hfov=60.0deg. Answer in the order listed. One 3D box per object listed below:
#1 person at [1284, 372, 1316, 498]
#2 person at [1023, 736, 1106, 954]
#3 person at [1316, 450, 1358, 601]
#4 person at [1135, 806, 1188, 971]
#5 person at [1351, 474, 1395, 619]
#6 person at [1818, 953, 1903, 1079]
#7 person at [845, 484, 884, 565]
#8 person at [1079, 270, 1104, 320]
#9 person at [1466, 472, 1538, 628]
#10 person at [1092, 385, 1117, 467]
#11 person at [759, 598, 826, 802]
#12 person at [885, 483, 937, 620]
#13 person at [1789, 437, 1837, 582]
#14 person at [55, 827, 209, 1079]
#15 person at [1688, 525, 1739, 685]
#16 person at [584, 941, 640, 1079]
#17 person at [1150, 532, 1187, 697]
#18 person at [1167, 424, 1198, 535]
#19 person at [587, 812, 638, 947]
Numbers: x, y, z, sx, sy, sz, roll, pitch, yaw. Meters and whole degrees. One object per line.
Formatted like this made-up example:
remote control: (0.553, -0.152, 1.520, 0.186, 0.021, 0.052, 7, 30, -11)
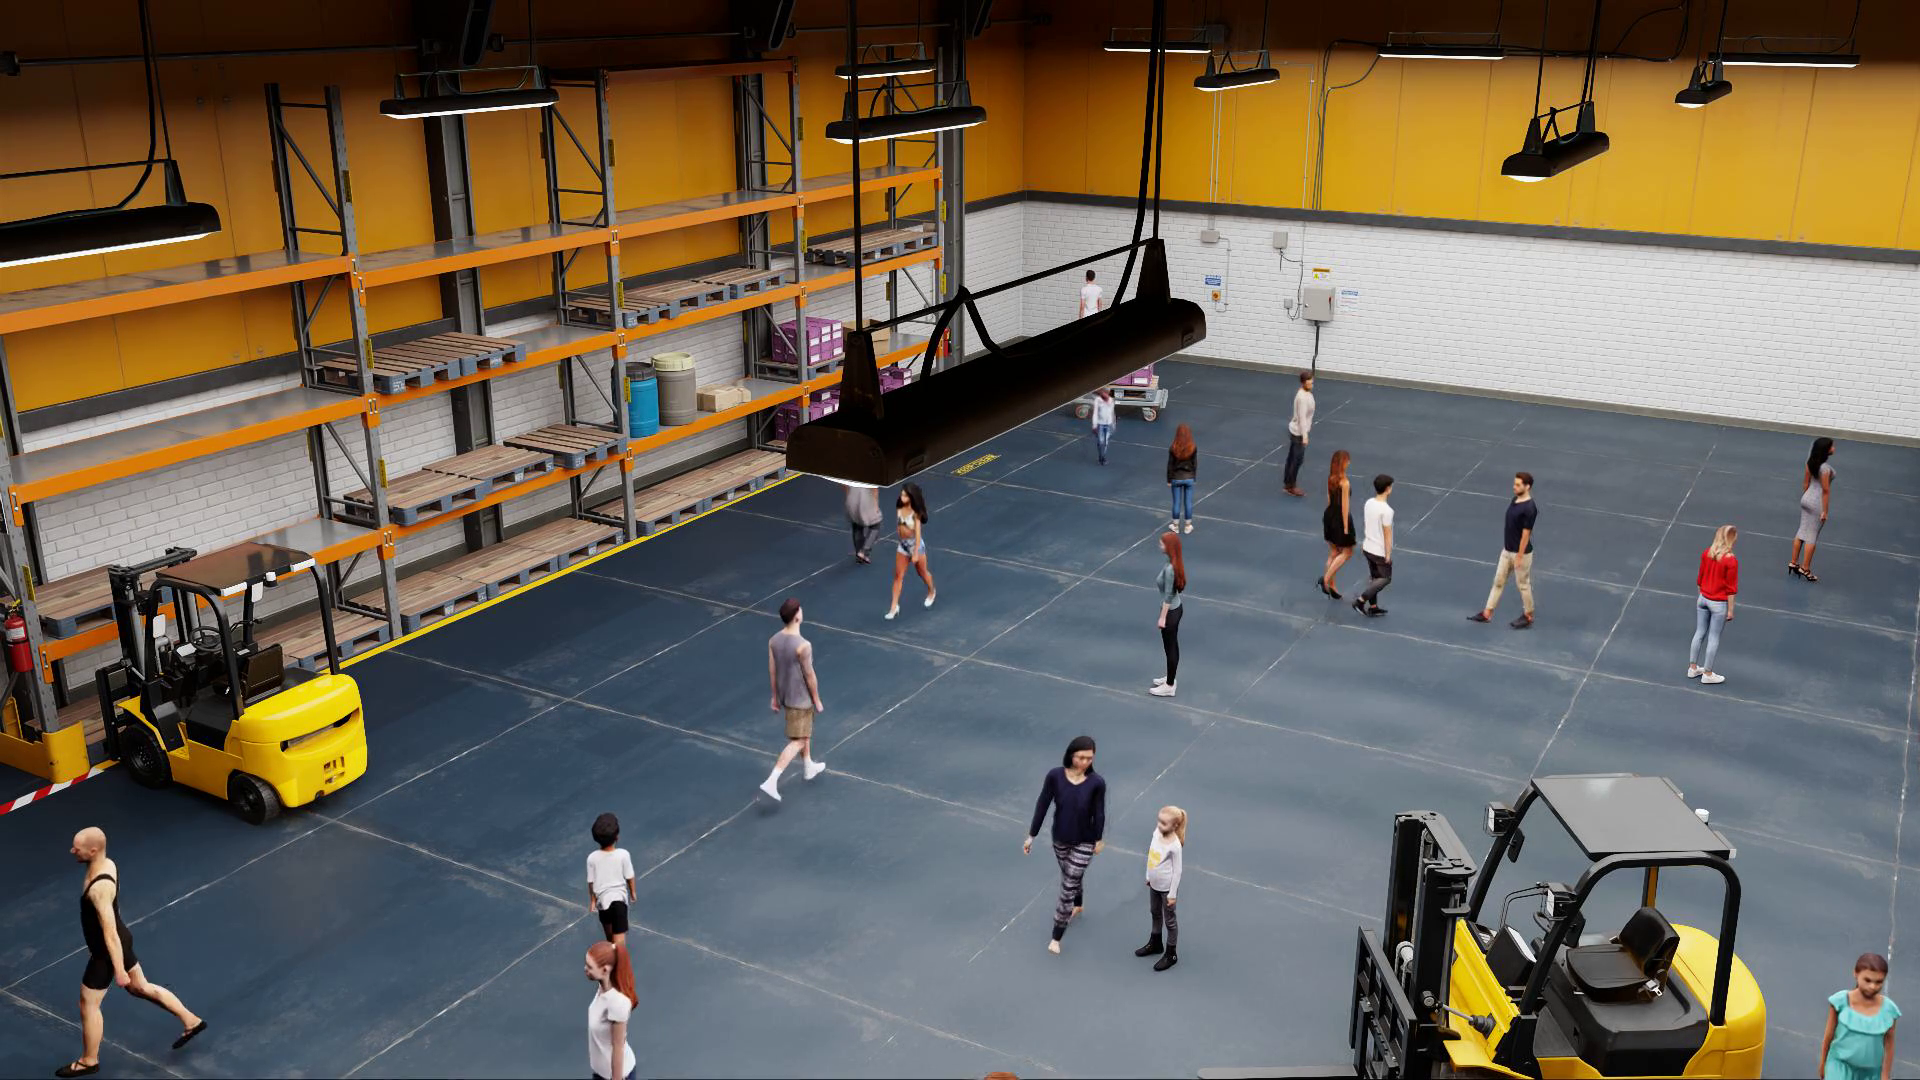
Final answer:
person: (4.792, -1.534, 23.643, 0.983, 1.833, 0.717, 0, 19, -1)
person: (0.884, 2.239, 12.680, 0.775, 1.679, 1.084, 10, 21, 27)
person: (4.364, -0.146, 19.528, 0.823, 1.829, 0.768, -7, 20, -19)
person: (1.523, 2.557, 12.366, 0.625, 1.277, 0.580, -10, 21, -28)
person: (4.712, 0.094, 19.009, 0.933, 1.704, 0.864, -6, 19, -17)
person: (5.436, 3.178, 10.116, 0.647, 1.535, 1.052, 7, 20, 20)
person: (-1.252, -0.438, 20.751, 0.638, 1.601, 0.669, 11, 22, 30)
person: (2.459, -4.186, 31.489, 0.665, 1.850, 0.797, -11, 21, -29)
person: (6.342, 0.133, 18.707, 1.087, 1.823, 1.052, -3, 19, -9)
person: (2.164, -1.779, 25.282, 0.693, 1.251, 0.748, -6, 19, -17)
person: (-1.502, 1.431, 14.747, 0.786, 1.816, 1.212, 16, 24, 39)
person: (-0.503, 0.114, 19.139, 0.726, 1.583, 1.082, 16, 25, 40)
person: (10.436, -0.394, 20.339, 0.738, 1.781, 0.647, -2, 19, -5)
person: (-5.555, 2.723, 11.092, 1.259, 1.775, 1.127, -7, 20, -20)
person: (7.861, 0.656, 17.343, 0.713, 1.702, 0.693, -8, 20, -22)
person: (-1.958, 3.146, 9.911, 0.841, 1.726, 0.772, -7, 20, -19)
person: (2.146, 0.749, 17.001, 0.675, 1.745, 0.539, 6, 20, 18)
person: (2.955, -0.815, 22.064, 0.629, 1.477, 0.641, 1, 19, 2)
person: (-2.556, 2.634, 12.197, 0.834, 1.239, 0.930, -3, 19, -9)
